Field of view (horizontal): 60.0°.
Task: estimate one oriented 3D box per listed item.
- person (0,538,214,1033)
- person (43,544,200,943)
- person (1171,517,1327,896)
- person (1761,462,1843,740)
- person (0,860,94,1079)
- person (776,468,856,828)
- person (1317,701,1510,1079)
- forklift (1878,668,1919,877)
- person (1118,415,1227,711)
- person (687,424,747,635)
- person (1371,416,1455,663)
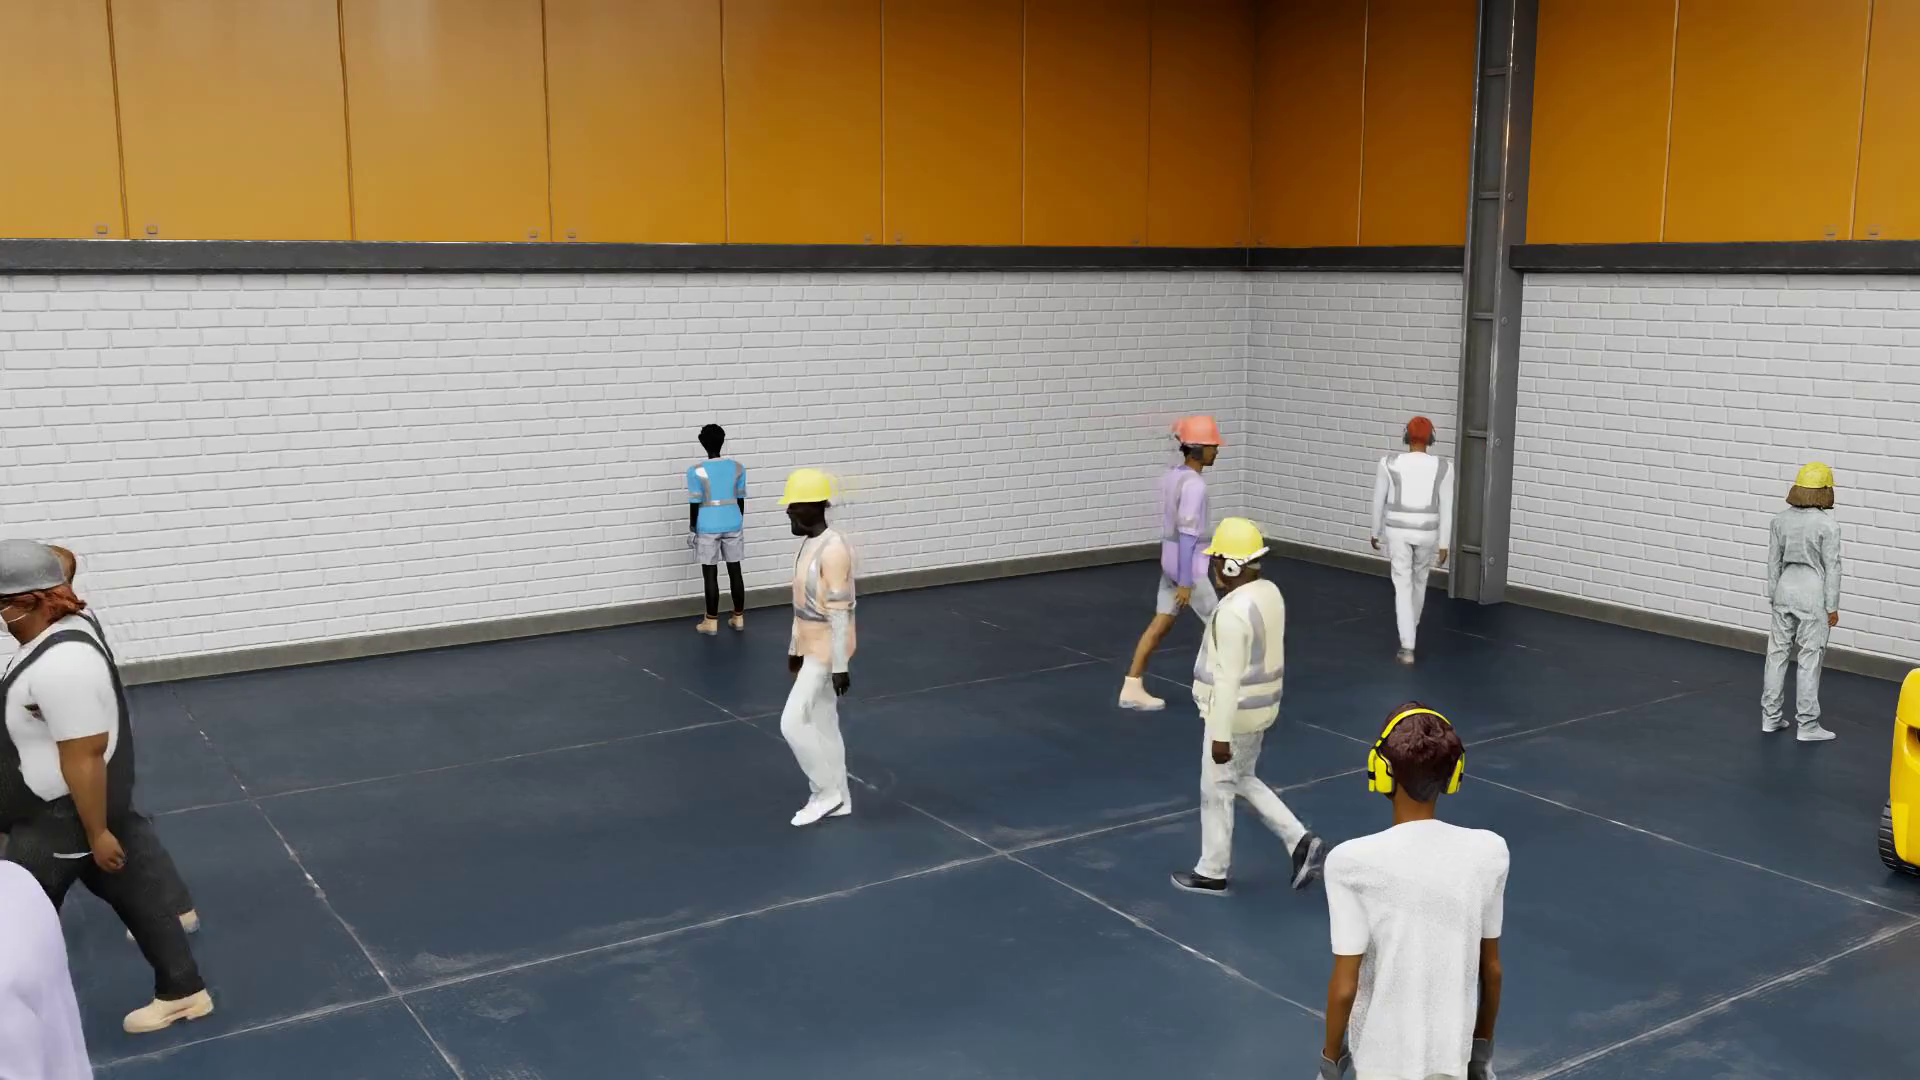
[{"bbox_3d":[-3.359,0.931,6.198,1.003,2.000,0.678,-4,10,-21],"label":"person"},{"bbox_3d":[-3.833,0.903,7.133,0.982,1.792,0.517,-5,11,-27],"label":"person"},{"bbox_3d":[1.337,0.794,7.694,0.649,1.815,0.607,5,11,30],"label":"person"},{"bbox_3d":[5.290,0.379,10.420,0.295,1.744,0.485,-5,11,-27],"label":"person"},{"bbox_3d":[-2.142,1.406,3.849,1.036,1.885,0.654,-3,10,-19],"label":"person"},{"bbox_3d":[-0.788,0.573,8.747,0.513,1.906,0.614,-3,10,-17],"label":"person"},{"bbox_3d":[1.139,1.335,4.276,0.517,1.873,0.334,-2,10,-12],"label":"person"},{"bbox_3d":[5.511,0.571,7.906,2.313,2.155,1.214,-6,11,-33],"label":"forklift"},{"bbox_3d":[1.528,0.167,10.969,1.042,1.989,0.628,-1,9,-5],"label":"person"},{"bbox_3d":[-1.950,-0.087,13.361,0.533,1.698,0.322,-7,12,-36],"label":"person"},{"bbox_3d":[3.436,-0.029,12.676,0.577,1.824,1.033,1,9,5],"label":"person"}]
